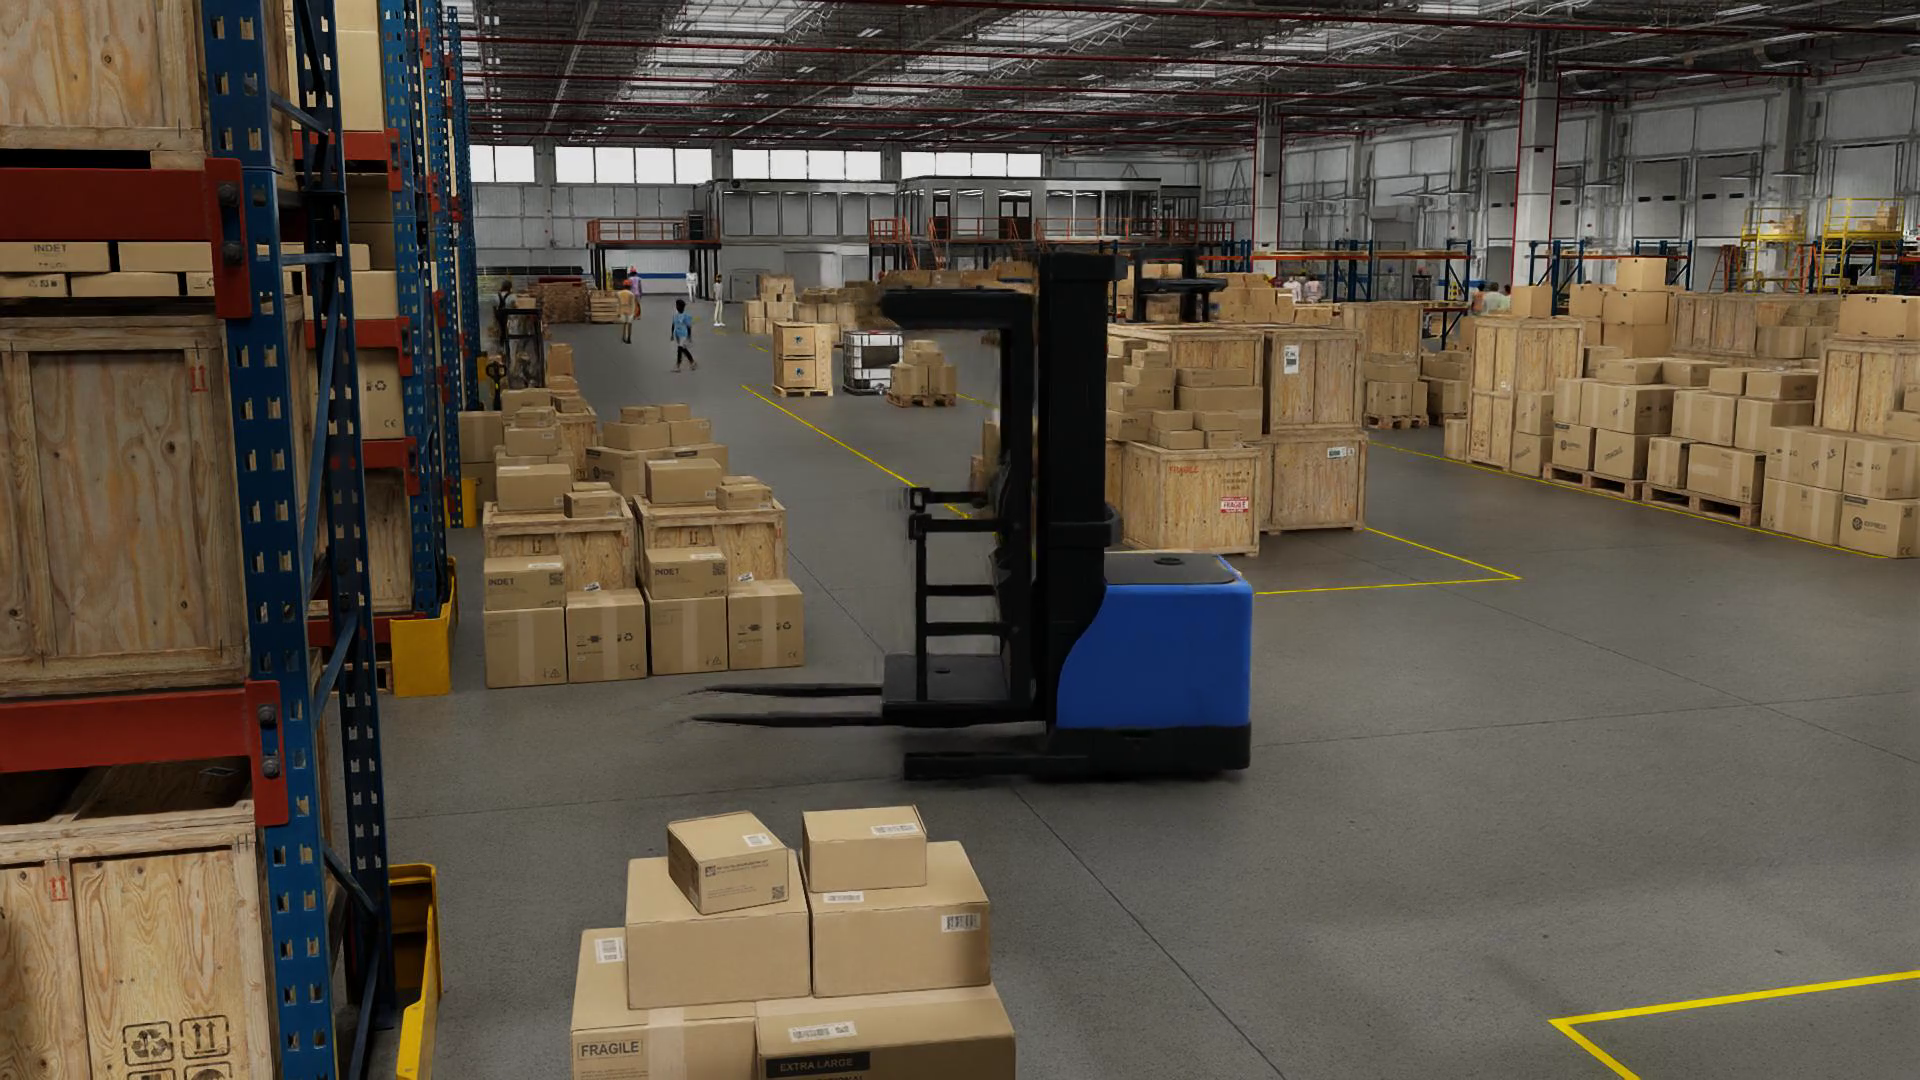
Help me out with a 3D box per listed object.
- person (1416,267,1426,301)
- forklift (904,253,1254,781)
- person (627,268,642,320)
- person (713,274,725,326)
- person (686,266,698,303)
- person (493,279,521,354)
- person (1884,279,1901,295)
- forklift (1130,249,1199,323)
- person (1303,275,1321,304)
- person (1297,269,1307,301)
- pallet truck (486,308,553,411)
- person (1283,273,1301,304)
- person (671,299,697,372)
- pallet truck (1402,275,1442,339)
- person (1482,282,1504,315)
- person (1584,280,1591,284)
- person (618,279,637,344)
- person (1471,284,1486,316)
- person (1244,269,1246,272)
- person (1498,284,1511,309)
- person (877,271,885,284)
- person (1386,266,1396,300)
[{"bbox_3d":[21.173,-11.579,76.501,0.548,1.914,0.628,-1,10,-3],"label":"person"},{"bbox_3d":[0.627,-0.176,9.169,1.873,2.768,1.129,0,10,-1],"label":"forklift"},{"bbox_3d":[-12.698,-9.584,64.808,0.605,2.045,0.383,-7,12,-35],"label":"person"},{"bbox_3d":[-8.721,-8.677,60.214,0.327,1.862,0.500,7,12,34],"label":"person"},{"bbox_3d":[-13.573,-12.914,84.159,0.589,1.868,0.580,-2,10,-9],"label":"person"},{"bbox_3d":[-11.746,-5.777,43.262,0.692,2.000,0.538,3,10,15],"label":"person"},{"bbox_3d":[26.655,-6.478,47.522,0.552,1.937,0.356,-3,10,-17],"label":"person"},{"bbox_3d":[2.909,-2.776,23.893,1.129,2.768,1.873,-3,10,-15],"label":"forklift"},{"bbox_3d":[13.377,-9.163,63.119,0.637,1.815,0.870,-1,10,-6],"label":"person"},{"bbox_3d":[14.948,-10.798,72.122,0.911,1.889,0.598,-3,10,-15],"label":"person"},{"bbox_3d":[-6.242,-2.418,24.362,0.823,1.965,1.885,1,10,3],"label":"pallet truck"},{"bbox_3d":[11.710,-8.472,58.861,0.650,1.919,0.459,3,10,16],"label":"person"},{"bbox_3d":[-6.351,-4.714,38.288,0.525,1.670,0.802,9,13,42],"label":"person"},{"bbox_3d":[14.620,-7.324,52.145,0.823,1.965,1.885,8,13,40],"label":"pallet truck"},{"bbox_3d":[14.346,-5.949,44.584,0.635,1.911,0.774,9,14,43],"label":"person"},{"bbox_3d":[19.063,-6.983,50.645,0.514,1.846,0.339,-4,11,-24],"label":"person"},{"bbox_3d":[-9.799,-6.747,49.124,0.570,1.905,0.498,2,10,10],"label":"person"},{"bbox_3d":[16.882,-7.474,53.965,0.545,1.644,0.890,5,11,24],"label":"person"},{"bbox_3d":[16.451,-14.767,94.377,0.652,1.957,0.942,-1,10,-6],"label":"person"},{"bbox_3d":[14.345,-5.722,43.431,0.574,1.872,0.640,-9,13,-41],"label":"person"},{"bbox_3d":[-2.785,-8.656,59.690,0.388,1.996,0.612,8,13,38],"label":"person"},{"bbox_3d":[20.916,-12.291,80.569,0.663,1.907,0.840,-5,11,-28],"label":"person"}]
